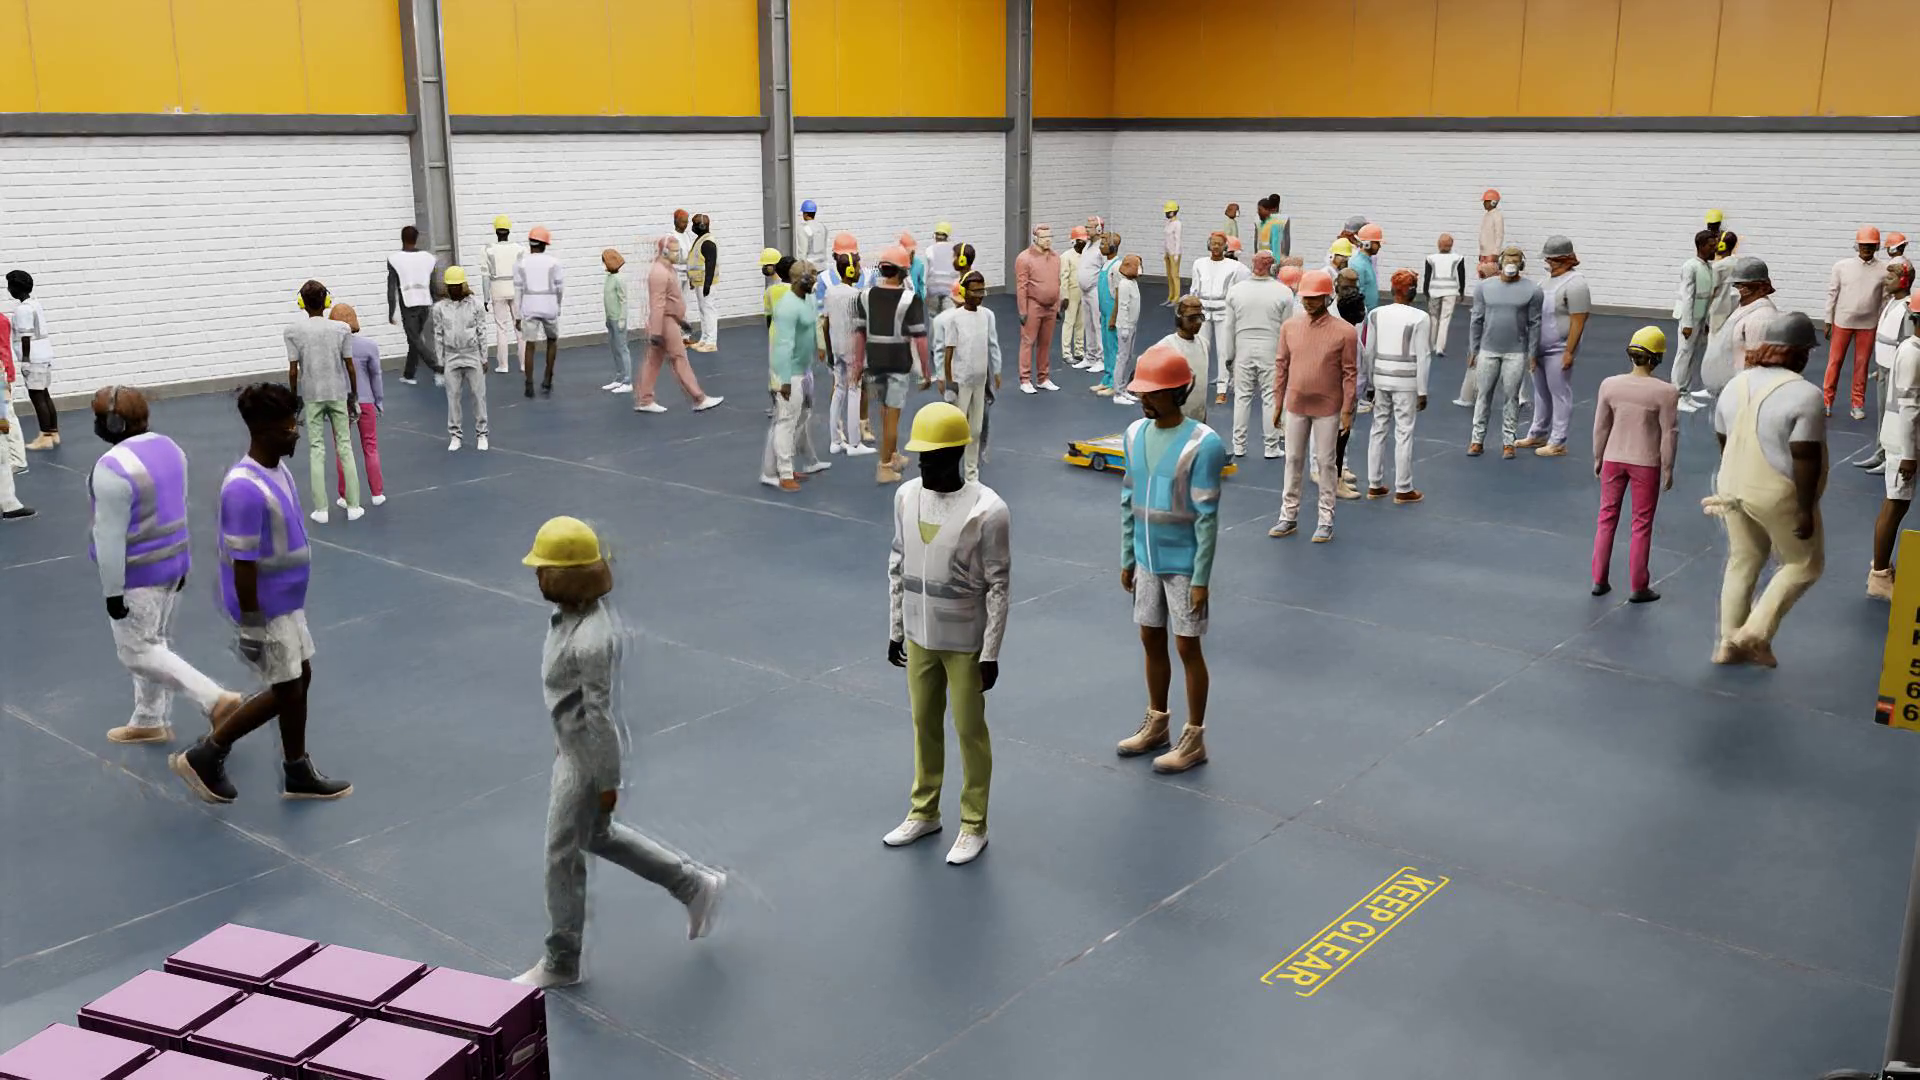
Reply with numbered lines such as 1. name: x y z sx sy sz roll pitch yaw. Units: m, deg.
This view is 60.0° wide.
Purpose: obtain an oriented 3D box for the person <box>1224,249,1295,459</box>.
1. person: 2.744 -1.692 15.208 0.654 1.906 0.406 6 15 22

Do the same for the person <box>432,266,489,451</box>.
1. person: -4.657 -1.692 15.562 0.480 1.734 0.333 -3 14 -12

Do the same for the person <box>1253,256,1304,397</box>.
1. person: 3.562 -2.361 18.504 0.796 1.602 0.519 6 15 22

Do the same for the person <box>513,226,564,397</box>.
1. person: -4.744 -2.577 18.802 0.554 1.879 0.724 -1 14 -6

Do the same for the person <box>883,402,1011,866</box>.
1. person: -0.065 0.383 6.874 0.587 1.927 0.368 10 17 35

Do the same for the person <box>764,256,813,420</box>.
1. person: -1.774 -2.076 17.168 0.538 1.696 0.317 8 16 30

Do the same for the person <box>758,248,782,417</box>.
1. person: -1.933 -2.167 17.413 0.339 1.761 0.524 -4 15 -14

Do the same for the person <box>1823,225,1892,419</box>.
1. person: 9.307 -2.254 17.272 0.610 1.996 0.378 5 15 20

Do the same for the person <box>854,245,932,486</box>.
1. person: -0.523 -1.502 14.231 0.652 2.006 0.878 7 16 26

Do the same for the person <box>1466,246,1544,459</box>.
1. person: 4.975 -1.714 15.232 0.627 1.940 0.373 6 15 23

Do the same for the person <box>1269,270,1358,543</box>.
1. person: 2.573 -0.974 12.158 0.622 1.992 0.396 9 17 32

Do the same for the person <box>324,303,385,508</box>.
1. person: -4.857 -1.071 13.275 0.501 1.636 0.278 -6 15 -23

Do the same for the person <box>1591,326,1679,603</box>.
1. person: 4.329 -0.486 10.676 0.328 1.767 0.532 -13 19 -43

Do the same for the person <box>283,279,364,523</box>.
1. person: -4.873 -1.058 12.773 0.510 1.861 0.328 -6 15 -23

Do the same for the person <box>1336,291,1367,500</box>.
1. person: 3.167 -1.189 13.625 0.318 1.697 0.535 2 14 8

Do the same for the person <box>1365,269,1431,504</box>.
1. person: 3.529 -1.237 13.440 0.361 1.882 0.575 -12 19 -40

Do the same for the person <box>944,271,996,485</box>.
1. person: 0.082 -1.259 13.563 0.534 1.864 0.310 -13 19 -43

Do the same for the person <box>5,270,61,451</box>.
1. person: -8.731 -1.697 15.678 0.319 1.687 0.539 -4 15 -17

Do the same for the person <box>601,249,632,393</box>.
1. person: -3.938 -2.508 19.022 0.277 1.632 0.507 -8 16 -30

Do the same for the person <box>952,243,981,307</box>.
1. person: 0.050 -2.019 16.593 0.314 1.869 0.532 2 14 10

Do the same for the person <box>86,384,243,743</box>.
1. person: -3.872 0.154 8.014 0.712 1.822 0.633 1 14 4

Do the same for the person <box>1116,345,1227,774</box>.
1. person: 0.954 0.096 7.825 0.423 2.035 0.601 -11 18 -38

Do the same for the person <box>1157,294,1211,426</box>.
1. person: 1.591 -0.833 11.899 0.514 1.843 0.327 -11 18 -37

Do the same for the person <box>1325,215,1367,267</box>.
1. person: 4.410 -2.651 18.766 0.535 2.000 0.686 -5 15 -18

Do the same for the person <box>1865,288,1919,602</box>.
1. person: 6.091 -0.615 10.629 0.379 2.044 0.607 8 16 29

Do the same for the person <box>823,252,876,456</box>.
1. person: -1.032 -1.714 15.377 0.538 1.866 0.313 12 19 41

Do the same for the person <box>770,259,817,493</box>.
1. person: -1.399 -1.355 13.852 0.415 1.926 0.786 3 14 10

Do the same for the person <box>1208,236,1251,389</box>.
1. person: 3.120 -2.636 19.290 0.339 1.748 0.575 -7 16 -25

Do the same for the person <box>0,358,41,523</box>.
1. person: -7.473 -0.964 12.525 0.620 1.790 0.776 11 18 38

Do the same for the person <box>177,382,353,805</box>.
1. person: -3.106 0.262 7.333 0.589 1.944 0.610 -2 14 -8

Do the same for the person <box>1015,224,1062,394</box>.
1. person: 0.927 -2.638 18.985 0.643 1.910 0.400 -11 18 -38

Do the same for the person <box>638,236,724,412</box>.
1. person: -2.985 -2.265 17.582 0.959 1.858 0.641 -3 14 -12

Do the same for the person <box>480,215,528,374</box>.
1. person: -5.576 -3.013 20.444 0.594 1.925 0.378 -7 16 -26

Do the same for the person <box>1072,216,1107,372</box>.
1. person: 1.654 -3.038 20.587 0.409 1.908 0.641 -6 15 -23
